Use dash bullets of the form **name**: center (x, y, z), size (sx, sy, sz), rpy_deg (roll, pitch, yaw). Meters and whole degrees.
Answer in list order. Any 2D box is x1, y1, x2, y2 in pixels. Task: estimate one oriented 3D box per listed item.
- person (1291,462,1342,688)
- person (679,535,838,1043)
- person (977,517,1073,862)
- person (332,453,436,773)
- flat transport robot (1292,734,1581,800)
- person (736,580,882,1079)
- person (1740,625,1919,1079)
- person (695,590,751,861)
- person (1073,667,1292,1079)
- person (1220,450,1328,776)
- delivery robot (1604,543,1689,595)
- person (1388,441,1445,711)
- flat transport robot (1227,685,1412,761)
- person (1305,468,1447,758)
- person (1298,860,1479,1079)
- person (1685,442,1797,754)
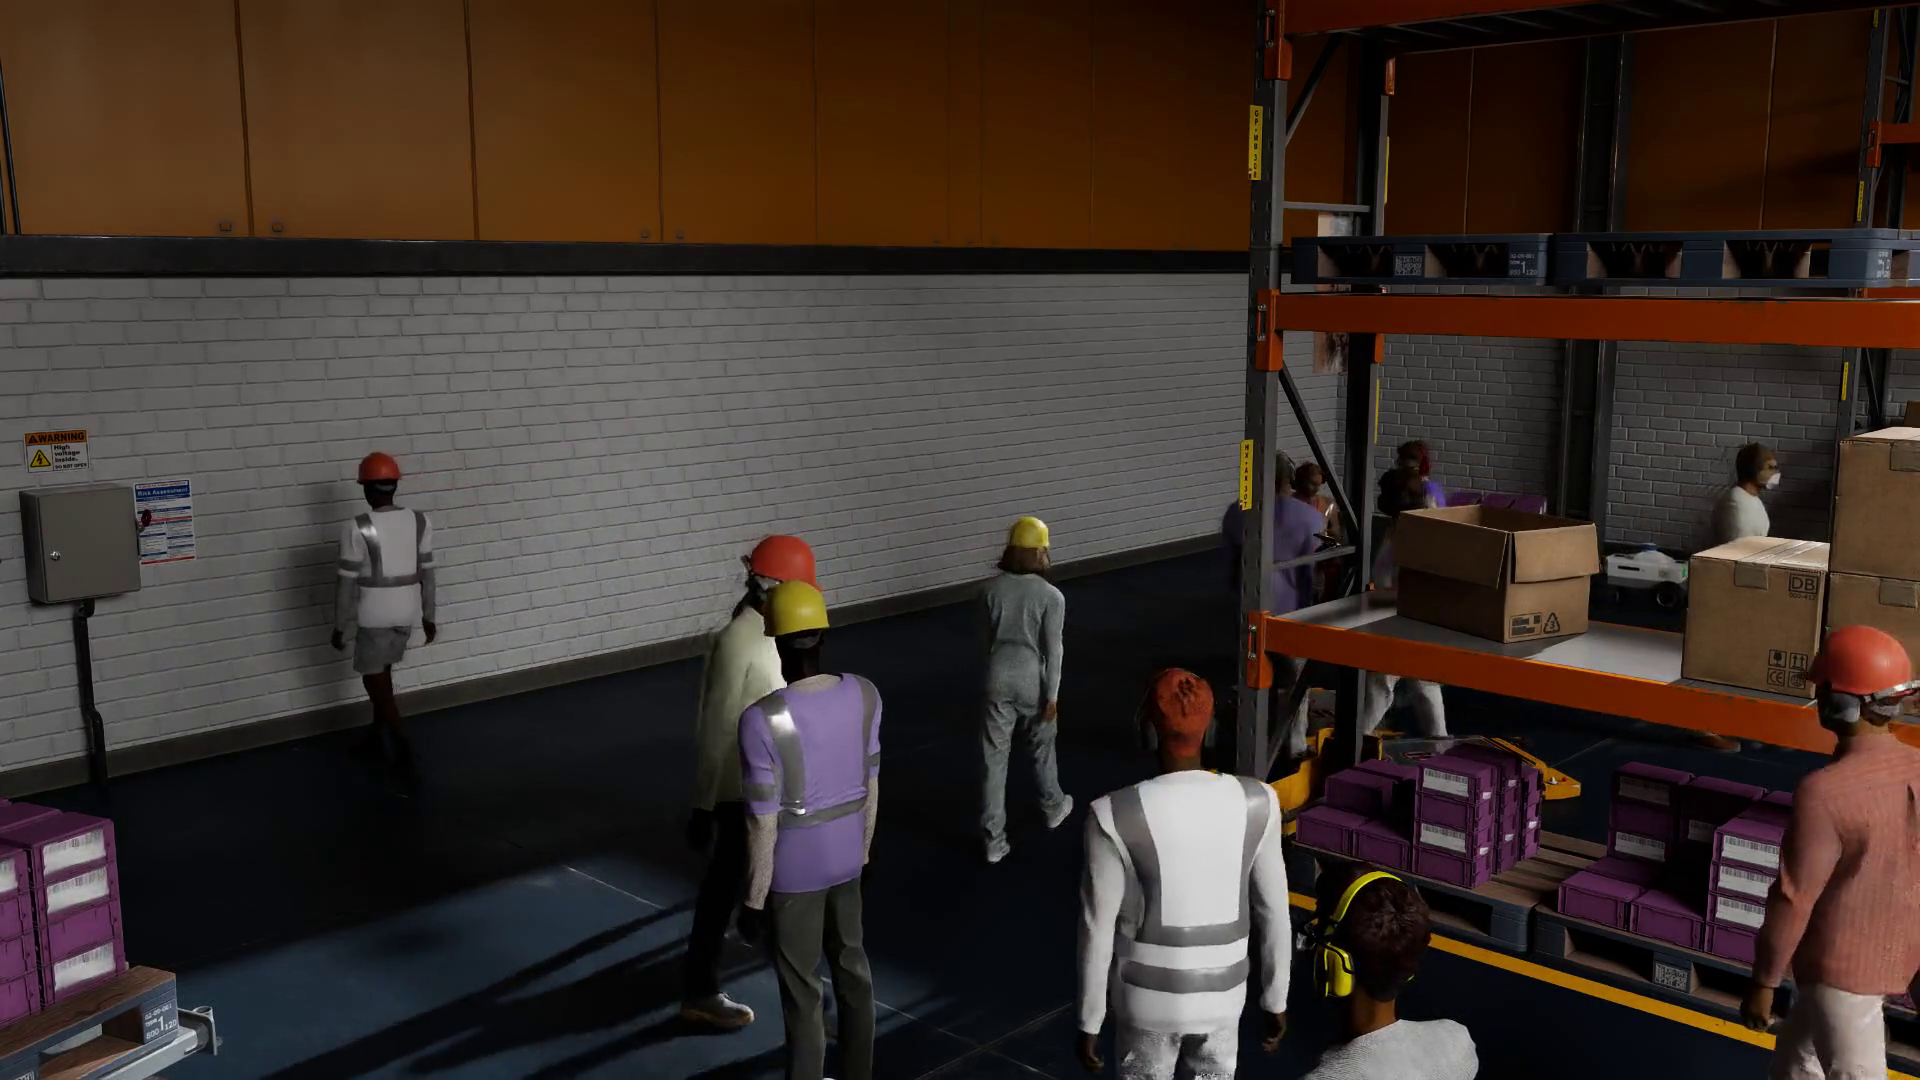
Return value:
- **person**: center (2.444, 0.236, 11.829), size (0.505, 1.593, 0.831), rpy_deg (-3, 10, -16)
- **person**: center (-0.691, 0.953, 6.370), size (0.930, 1.939, 0.664), rpy_deg (1, 9, 9)
- **person**: center (0.327, 0.726, 8.476), size (0.502, 1.695, 0.881), rpy_deg (4, 10, 22)
- **person**: center (-3.417, 0.424, 9.826), size (0.789, 1.879, 0.584), rpy_deg (7, 12, 36)
- **flat transport robot**: center (2.668, 1.299, 9.361), size (1.431, 0.197, 0.652), rpy_deg (-2, 9, -11)
- **person**: center (-0.516, 1.088, 5.604), size (0.383, 1.922, 0.587), rpy_deg (9, 13, 43)
- **person**: center (2.595, 1.216, 4.773), size (0.628, 1.949, 1.047), rpy_deg (-6, 11, -32)
- **person**: center (-0.907, 0.955, 7.464), size (0.577, 1.575, 0.892), rpy_deg (-4, 10, -22)
- **person**: center (0.634, 1.286, 4.558), size (0.615, 1.867, 0.545), rpy_deg (-2, 10, -15)
- **person**: center (1.833, 0.432, 9.755), size (0.677, 1.892, 0.523), rpy_deg (6, 11, 32)
- **delivery robot**: center (6.020, 0.268, 14.527), size (0.707, 0.478, 0.477), rpy_deg (8, 12, 39)
- **person**: center (3.047, 0.241, 11.121), size (0.520, 1.811, 0.679), rpy_deg (1, 9, 8)
- **flat transport robot**: center (2.209, 1.143, 10.313), size (0.652, 0.197, 1.431), rpy_deg (-2, 9, -11)
- **person**: center (2.461, 0.483, 9.660), size (0.894, 1.801, 0.634), rpy_deg (2, 10, 15)
- **person**: center (0.738, 1.519, 3.152), size (0.520, 1.862, 0.328), rpy_deg (-7, 12, -38)
- **person**: center (4.788, 0.375, 9.980), size (0.758, 1.914, 0.662), rpy_deg (5, 11, 30)
